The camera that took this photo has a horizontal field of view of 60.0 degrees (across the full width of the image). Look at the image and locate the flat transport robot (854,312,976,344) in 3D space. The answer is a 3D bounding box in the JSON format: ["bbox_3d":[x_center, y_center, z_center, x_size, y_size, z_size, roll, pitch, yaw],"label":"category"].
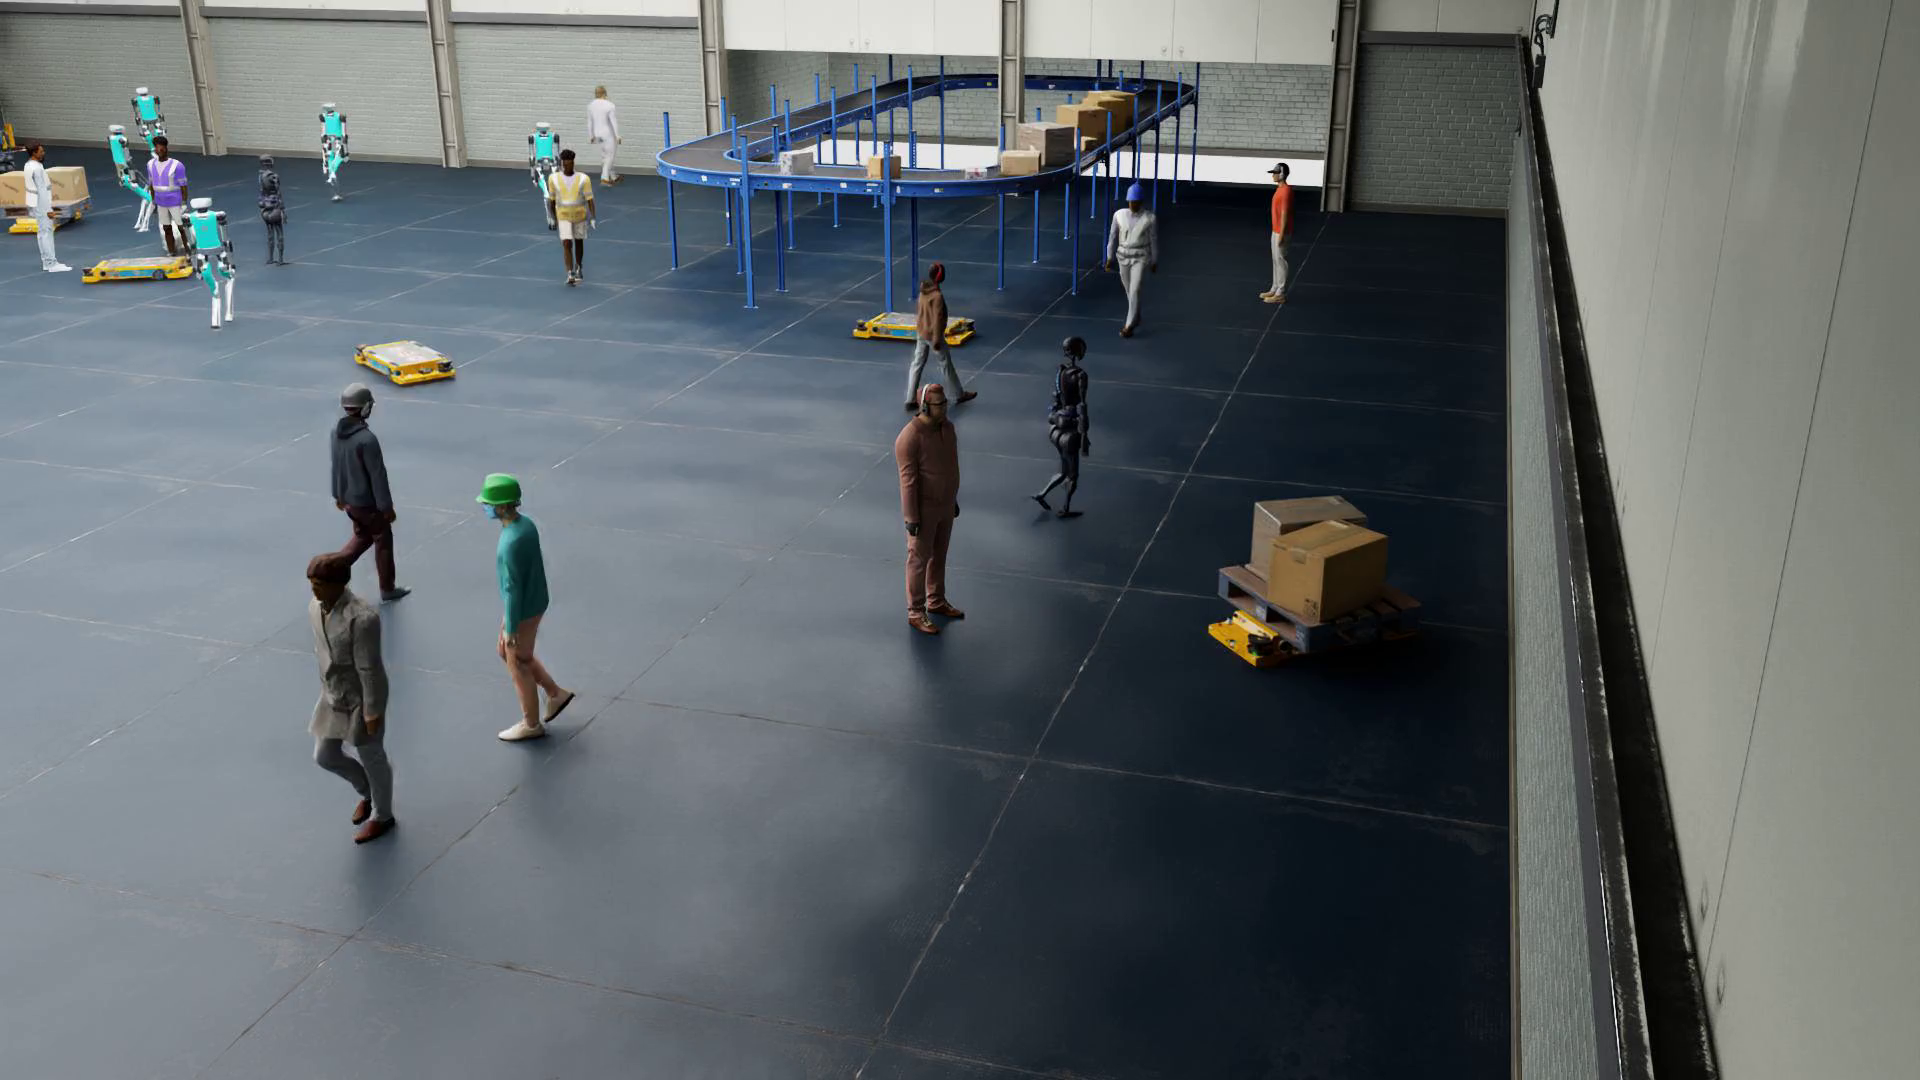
[{"bbox_3d":[-0.568,-2.689,21.152,1.431,0.231,0.659,7,22,17],"label":"flat transport robot"}]

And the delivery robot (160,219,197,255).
[{"bbox_3d":[-12.326,-4.812,26.271,0.795,0.602,0.499,20,29,41],"label":"delivery robot"}]

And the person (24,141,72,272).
[{"bbox_3d":[-13.667,-4.964,24.762,0.398,1.920,0.588,-16,26,-36],"label":"person"}]

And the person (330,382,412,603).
[{"bbox_3d":[-4.686,-0.327,12.913,0.589,1.788,0.592,15,25,33],"label":"person"}]

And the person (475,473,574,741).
[{"bbox_3d":[-2.883,0.442,10.809,0.418,1.857,0.537,-2,21,-4],"label":"person"}]

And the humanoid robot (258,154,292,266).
[{"bbox_3d":[-10.419,-5.018,25.228,0.588,1.654,0.325,17,27,37],"label":"humanoid robot"}]

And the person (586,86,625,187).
[{"bbox_3d":[-6.850,-7.837,32.272,0.682,1.900,0.749,11,24,26],"label":"person"}]

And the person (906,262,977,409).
[{"bbox_3d":[-0.243,-2.227,18.079,0.851,1.607,0.480,-12,24,-28],"label":"person"}]

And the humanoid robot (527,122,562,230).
[{"bbox_3d":[-6.920,-6.087,27.994,0.532,1.783,1.019,-8,22,-19],"label":"humanoid robot"}]

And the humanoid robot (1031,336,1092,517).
[{"bbox_3d":[0.924,-0.999,14.814,0.433,1.634,0.601,-9,23,-23],"label":"humanoid robot"}]

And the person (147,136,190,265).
[{"bbox_3d":[-11.870,-5.069,24.969,0.605,1.966,0.368,3,21,8],"label":"person"}]

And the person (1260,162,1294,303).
[{"bbox_3d":[4.368,-4.226,22.878,0.417,1.908,0.474,-1,21,-2],"label":"person"}]

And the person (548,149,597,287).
[{"bbox_3d":[-5.548,-4.621,23.867,0.631,1.910,0.992,-5,22,-13],"label":"person"}]

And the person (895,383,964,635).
[{"bbox_3d":[-0.202,-0.253,12.554,0.411,1.913,0.640,13,25,30],"label":"person"}]

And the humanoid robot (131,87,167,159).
[{"bbox_3d":[-16.377,-8.292,33.682,0.563,1.781,0.886,-10,23,-24],"label":"humanoid robot"}]

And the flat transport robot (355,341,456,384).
[{"bbox_3d":[-6.567,-2.107,19.643,0.659,0.231,1.431,-17,27,-37],"label":"flat transport robot"}]

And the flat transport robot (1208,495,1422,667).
[{"bbox_3d":[2.652,0.635,12.530,1.431,0.231,0.659,-9,23,-22],"label":"flat transport robot"}]

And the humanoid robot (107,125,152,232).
[{"bbox_3d":[-13.776,-6.075,27.852,0.535,1.759,0.667,17,27,36],"label":"humanoid robot"}]

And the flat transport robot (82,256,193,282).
[{"bbox_3d":[-12.097,-3.989,24.523,1.431,0.231,0.659,-5,22,-12],"label":"flat transport robot"}]

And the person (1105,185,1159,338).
[{"bbox_3d":[2.217,-3.595,21.243,0.603,1.903,0.980,11,24,26],"label":"person"}]

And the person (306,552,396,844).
[{"bbox_3d":[-3.535,0.923,9.637,0.533,1.812,0.426,11,24,26],"label":"person"}]

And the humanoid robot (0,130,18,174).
[{"bbox_3d":[-17.091,-6.715,29.633,0.342,1.647,0.597,7,22,18],"label":"humanoid robot"}]

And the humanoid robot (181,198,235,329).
[{"bbox_3d":[-9.568,-3.554,21.340,0.540,1.729,0.979,-6,22,-15],"label":"humanoid robot"}]

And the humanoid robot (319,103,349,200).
[{"bbox_3d":[-11.532,-7.056,30.470,0.542,1.790,0.871,5,22,13],"label":"humanoid robot"}]

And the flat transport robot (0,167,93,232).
[{"bbox_3d":[-15.577,-5.468,28.361,0.659,0.231,1.431,-3,21,-7],"label":"flat transport robot"}]
